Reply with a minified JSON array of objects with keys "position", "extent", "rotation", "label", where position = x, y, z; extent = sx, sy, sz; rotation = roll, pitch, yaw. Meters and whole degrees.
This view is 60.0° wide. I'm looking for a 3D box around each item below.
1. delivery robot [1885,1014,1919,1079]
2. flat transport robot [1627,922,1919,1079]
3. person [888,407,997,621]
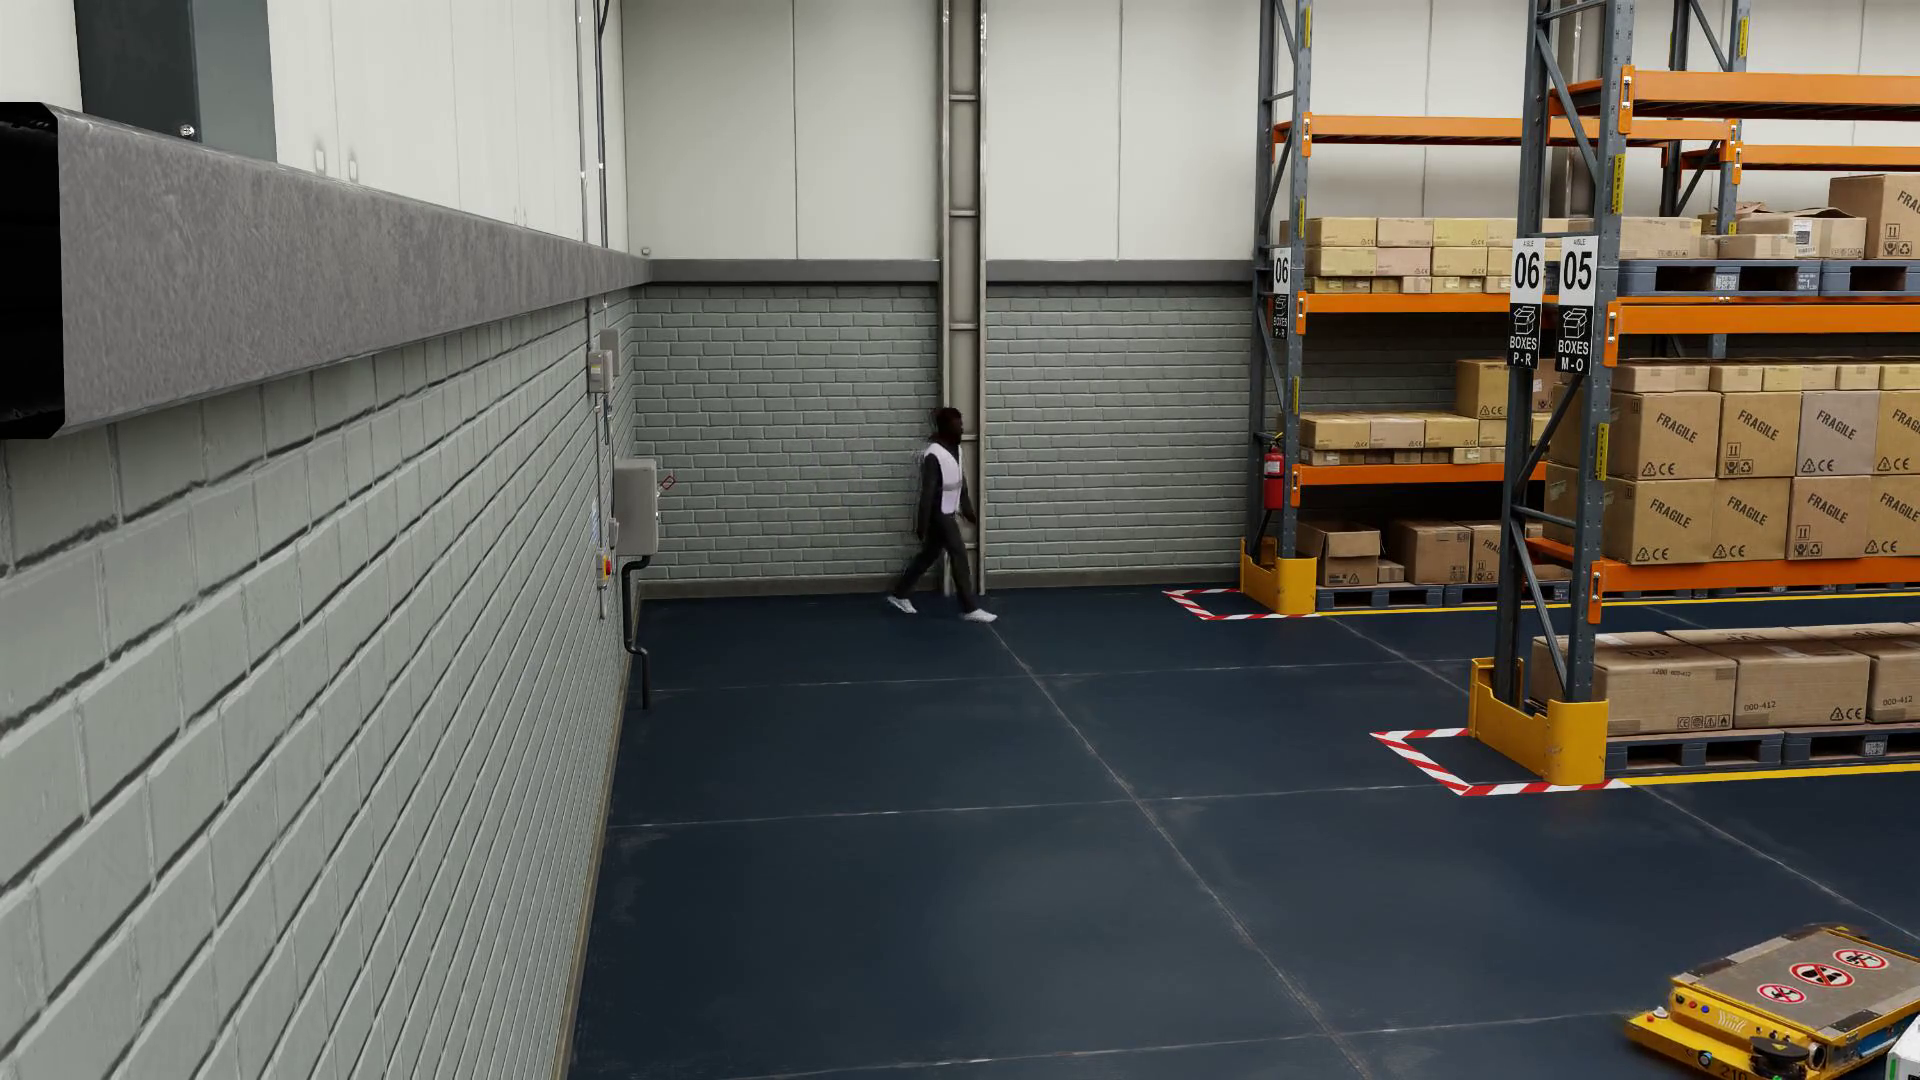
[{"position":[3.460,1.790,5.737],"extent":[0.477,0.478,0.707],"rotation":[8,12,42],"label":"delivery robot"},{"position":[3.376,1.838,6.602],"extent":[1.431,0.197,0.652],"rotation":[-6,11,-33],"label":"flat transport robot"},{"position":[-0.190,-0.236,14.499],"extent":[1.016,1.873,0.591],"rotation":[3,10,16],"label":"person"}]
